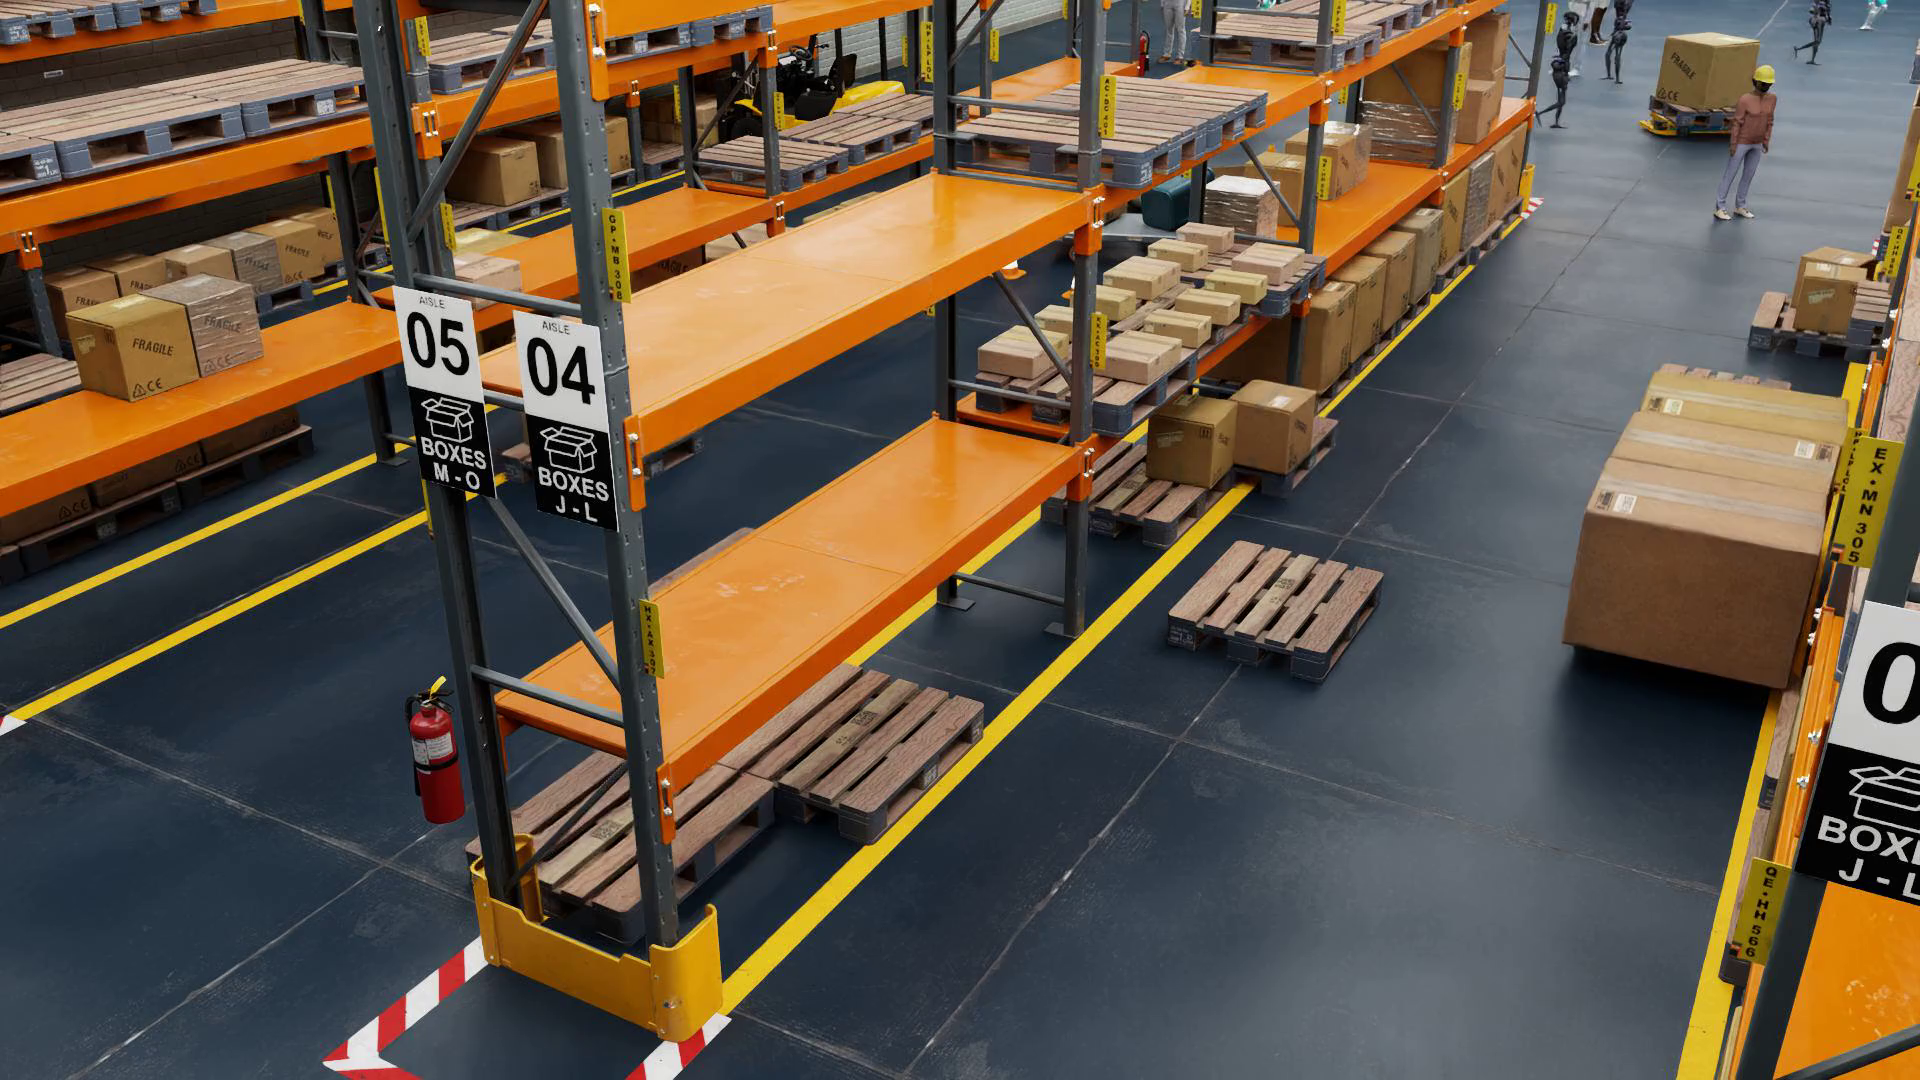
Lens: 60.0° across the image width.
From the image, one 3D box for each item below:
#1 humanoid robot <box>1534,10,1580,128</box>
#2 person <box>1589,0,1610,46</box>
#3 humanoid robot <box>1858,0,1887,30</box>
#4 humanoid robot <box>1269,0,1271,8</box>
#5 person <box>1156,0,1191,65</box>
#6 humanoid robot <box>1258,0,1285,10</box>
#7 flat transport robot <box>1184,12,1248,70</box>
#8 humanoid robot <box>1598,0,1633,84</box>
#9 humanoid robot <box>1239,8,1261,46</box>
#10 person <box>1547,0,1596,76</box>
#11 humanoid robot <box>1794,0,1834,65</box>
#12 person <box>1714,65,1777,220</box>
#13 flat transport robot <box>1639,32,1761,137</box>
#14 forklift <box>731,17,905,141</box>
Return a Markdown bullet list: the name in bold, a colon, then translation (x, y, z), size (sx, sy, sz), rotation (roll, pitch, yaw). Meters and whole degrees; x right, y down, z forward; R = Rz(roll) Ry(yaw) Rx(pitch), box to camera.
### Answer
- **humanoid robot**: translation (8.484, -6.674, 23.599), size (0.527, 1.645, 0.609), rotation (5, 26, 9)
- **person**: translation (11.735, -10.012, 30.190), size (0.369, 1.966, 0.600), rotation (16, 30, 30)
- **humanoid robot**: translation (17.372, -10.484, 31.551), size (0.731, 1.875, 0.548), rotation (4, 26, 9)
- **humanoid robot**: translation (6.027, -10.773, 31.975), size (0.733, 1.735, 0.536), rotation (23, 34, 39)
- **person**: translation (3.667, -9.099, 28.326), size (0.630, 1.940, 0.373), rotation (22, 33, 38)
- **humanoid robot**: translation (5.413, -9.461, 29.334), size (0.551, 1.778, 0.894), rotation (16, 30, 29)
- **flat transport robot**: translation (4.512, -8.036, 28.041), size (1.431, 0.231, 0.659), rotation (2, 26, 5)
- **humanoid robot**: translation (10.613, -8.198, 26.764), size (0.315, 1.649, 0.608), rotation (5, 26, 10)
- **humanoid robot**: translation (4.179, -6.712, 23.670), size (0.603, 1.650, 0.496), rotation (18, 31, 32)
- **person**: translation (10.051, -8.550, 27.232), size (0.728, 1.891, 0.620), rotation (-14, 29, -27)
- **humanoid robot**: translation (14.628, -8.988, 28.406), size (0.615, 1.632, 0.561), rotation (-21, 32, -36)
- **person**: translation (9.069, -4.552, 19.093), size (0.515, 1.759, 0.343), rotation (-8, 27, -16)
- **flat transport robot**: translation (10.474, -5.894, 23.589), size (1.431, 0.231, 0.659), rotation (0, 26, 0)
- **forklift**: translation (-1.819, -5.975, 21.543), size (2.313, 2.155, 1.214), rotation (14, 29, 26)
